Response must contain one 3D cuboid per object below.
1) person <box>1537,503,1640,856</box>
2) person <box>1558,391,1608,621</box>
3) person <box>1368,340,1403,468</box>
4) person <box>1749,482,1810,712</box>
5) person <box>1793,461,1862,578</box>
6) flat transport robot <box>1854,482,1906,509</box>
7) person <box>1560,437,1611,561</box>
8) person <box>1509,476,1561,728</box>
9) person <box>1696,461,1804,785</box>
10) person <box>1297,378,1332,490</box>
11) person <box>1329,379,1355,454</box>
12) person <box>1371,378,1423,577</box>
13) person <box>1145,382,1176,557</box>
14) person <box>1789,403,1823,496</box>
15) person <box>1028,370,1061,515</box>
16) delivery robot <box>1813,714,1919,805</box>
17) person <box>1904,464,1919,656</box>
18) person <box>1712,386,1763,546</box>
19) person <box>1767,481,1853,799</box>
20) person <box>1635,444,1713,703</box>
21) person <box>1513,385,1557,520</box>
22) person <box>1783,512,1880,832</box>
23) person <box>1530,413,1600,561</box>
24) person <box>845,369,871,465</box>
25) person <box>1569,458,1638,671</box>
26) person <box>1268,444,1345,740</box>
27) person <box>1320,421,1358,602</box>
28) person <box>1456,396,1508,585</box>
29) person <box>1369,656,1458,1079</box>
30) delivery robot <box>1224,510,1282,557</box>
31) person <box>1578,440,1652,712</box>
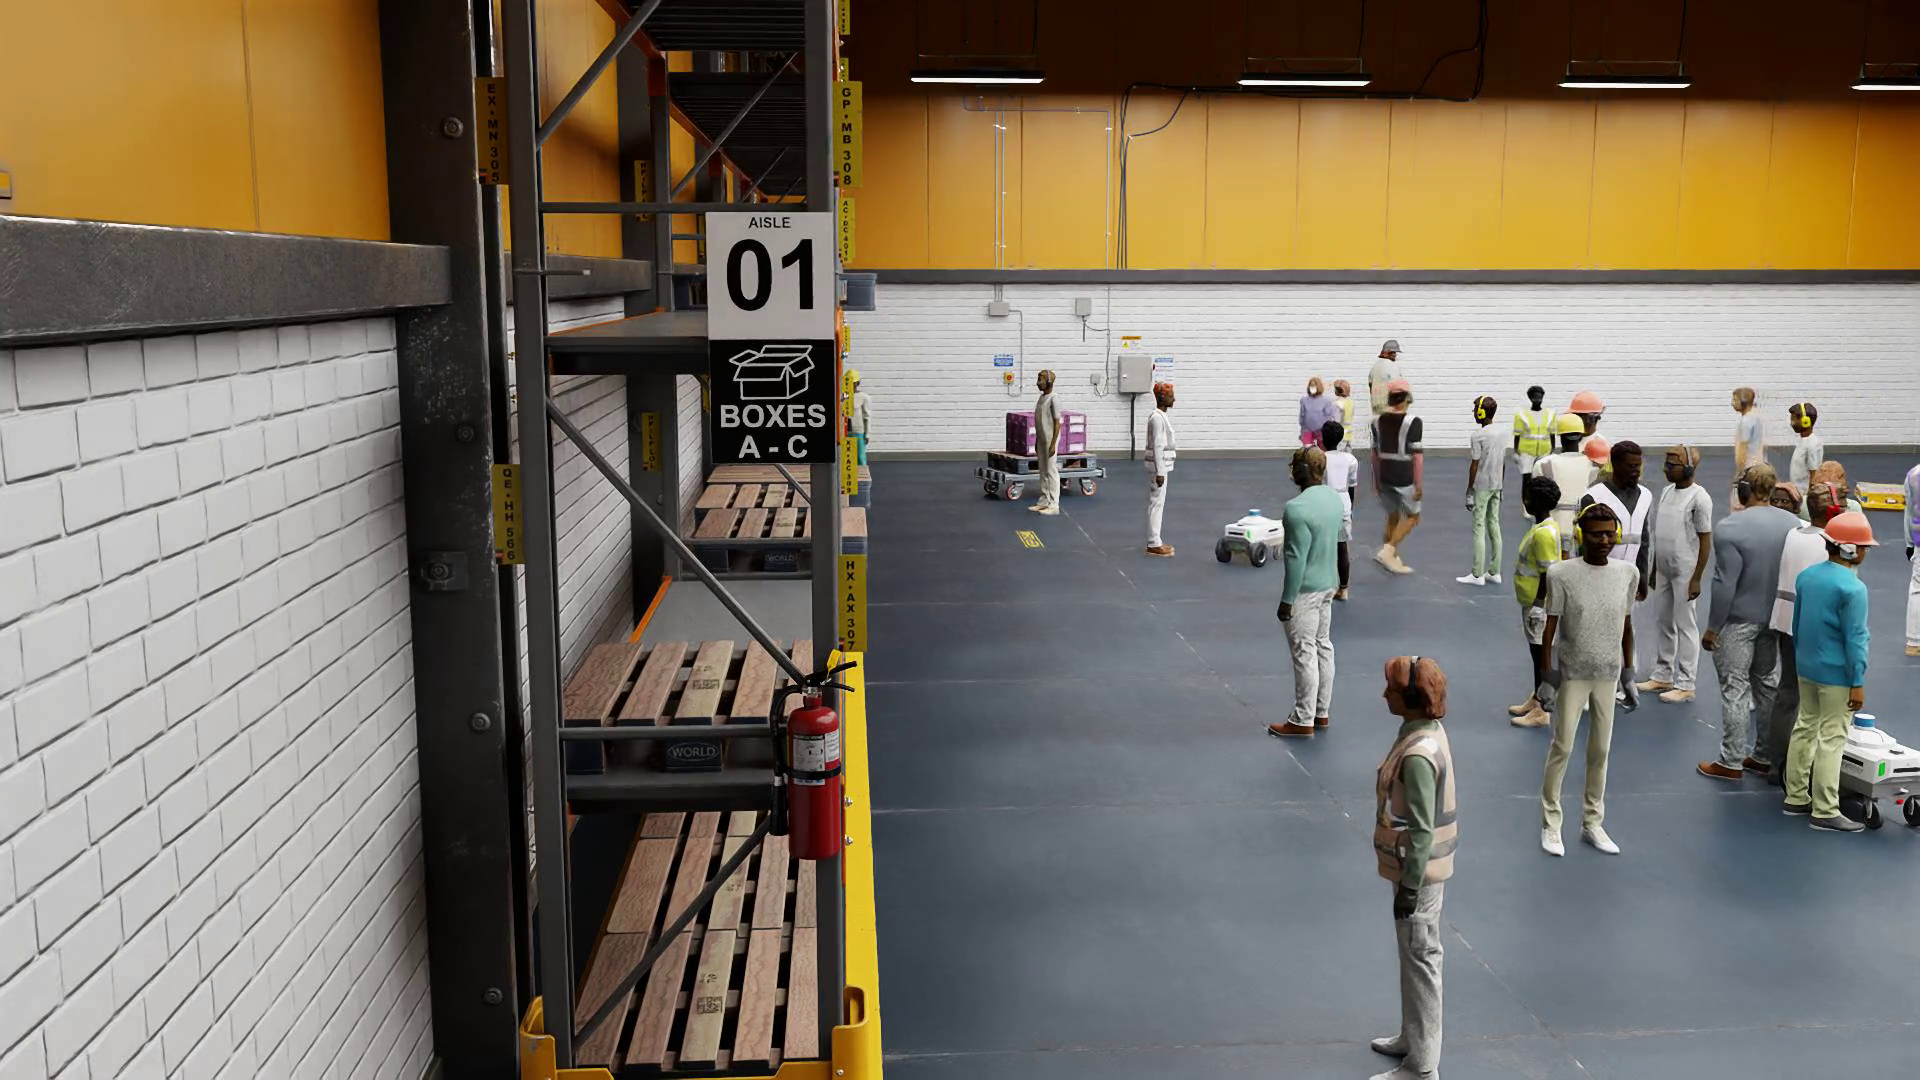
[{"bbox_3d":[3.293,0.726,8.697,0.536,1.869,0.312,-1,9,-4],"label":"person"},{"bbox_3d":[5.351,-0.253,14.298,0.397,2.044,0.609,0,9,3],"label":"person"},{"bbox_3d":[6.718,-2.123,26.049,0.536,2.000,0.680,-3,9,-18],"label":"person"},{"bbox_3d":[5.579,0.416,11.361,0.514,1.641,0.307,7,11,38],"label":"person"},{"bbox_3d":[6.566,0.210,12.672,0.507,1.632,0.268,7,11,36],"label":"person"},{"bbox_3d":[12.209,-0.584,21.920,0.652,0.197,1.431,4,10,24],"label":"flat transport robot"},{"bbox_3d":[5.123,0.032,13.475,0.571,1.737,0.353,-2,9,-15],"label":"person"},{"bbox_3d":[3.886,0.413,11.199,0.315,1.696,0.541,3,9,17],"label":"person"},{"bbox_3d":[4.716,0.492,9.945,0.637,1.938,0.355,-3,10,-20],"label":"person"},{"bbox_3d":[5.062,-1.521,23.678,0.514,1.587,0.851,5,11,31],"label":"person"},{"bbox_3d":[5.127,-1.342,22.387,0.307,1.644,0.512,7,12,39],"label":"person"},{"bbox_3d":[4.363,-0.608,16.636,0.528,2.010,0.627,-6,11,-35],"label":"person"},{"bbox_3d":[2.174,-0.768,18.028,0.341,1.882,0.587,1,9,8],"label":"person"},{"bbox_3d":[7.807,-0.345,15.444,0.329,1.865,0.518,3,10,19],"label":"person"},{"bbox_3d":[1.093,-1.238,21.102,0.345,1.846,0.507,-4,10,-24],"label":"person"},{"bbox_3d":[5.084,1.226,9.378,0.477,0.478,0.707,-2,9,-11],"label":"delivery robot"},{"bbox_3d":[7.744,0.046,13.090,0.429,1.837,0.624,-5,10,-27],"label":"person"},{"bbox_3d":[8.699,-0.772,18.251,0.620,1.823,0.522,4,10,26],"label":"person"},{"bbox_3d":[4.956,0.576,9.705,0.391,1.848,0.563,-2,9,-10],"label":"person"},{"bbox_3d":[5.104,0.235,11.853,0.332,1.844,0.516,-2,9,-13],"label":"person"},{"bbox_3d":[7.127,-1.085,20.644,0.545,1.680,0.375,1,9,4],"label":"person"},{"bbox_3d":[4.812,0.711,9.149,0.342,1.748,0.572,-1,9,-4],"label":"person"},{"bbox_3d":[4.937,-0.068,13.532,0.590,1.918,0.401,3,9,16],"label":"person"},{"bbox_3d":[-1.468,-1.463,22.796,0.528,1.761,0.344,4,10,23],"label":"person"},{"bbox_3d":[4.809,0.211,12.388,0.468,1.726,0.454,7,11,38],"label":"person"},{"bbox_3d":[2.278,0.337,10.920,0.372,1.940,0.630,7,11,36],"label":"person"},{"bbox_3d":[3.422,-0.255,15.393,0.541,1.695,0.316,-4,10,-22],"label":"person"},{"bbox_3d":[5.147,-0.482,16.324,0.509,1.860,0.333,-6,11,-32],"label":"person"},{"bbox_3d":[1.693,1.235,6.215,0.311,1.639,0.521,3,9,17],"label":"person"},{"bbox_3d":[3.099,-0.077,17.554,0.477,0.478,0.707,8,12,41],"label":"delivery robot"},{"bbox_3d":[4.521,0.252,11.567,0.592,1.909,0.408,-4,10,-26],"label":"person"}]
